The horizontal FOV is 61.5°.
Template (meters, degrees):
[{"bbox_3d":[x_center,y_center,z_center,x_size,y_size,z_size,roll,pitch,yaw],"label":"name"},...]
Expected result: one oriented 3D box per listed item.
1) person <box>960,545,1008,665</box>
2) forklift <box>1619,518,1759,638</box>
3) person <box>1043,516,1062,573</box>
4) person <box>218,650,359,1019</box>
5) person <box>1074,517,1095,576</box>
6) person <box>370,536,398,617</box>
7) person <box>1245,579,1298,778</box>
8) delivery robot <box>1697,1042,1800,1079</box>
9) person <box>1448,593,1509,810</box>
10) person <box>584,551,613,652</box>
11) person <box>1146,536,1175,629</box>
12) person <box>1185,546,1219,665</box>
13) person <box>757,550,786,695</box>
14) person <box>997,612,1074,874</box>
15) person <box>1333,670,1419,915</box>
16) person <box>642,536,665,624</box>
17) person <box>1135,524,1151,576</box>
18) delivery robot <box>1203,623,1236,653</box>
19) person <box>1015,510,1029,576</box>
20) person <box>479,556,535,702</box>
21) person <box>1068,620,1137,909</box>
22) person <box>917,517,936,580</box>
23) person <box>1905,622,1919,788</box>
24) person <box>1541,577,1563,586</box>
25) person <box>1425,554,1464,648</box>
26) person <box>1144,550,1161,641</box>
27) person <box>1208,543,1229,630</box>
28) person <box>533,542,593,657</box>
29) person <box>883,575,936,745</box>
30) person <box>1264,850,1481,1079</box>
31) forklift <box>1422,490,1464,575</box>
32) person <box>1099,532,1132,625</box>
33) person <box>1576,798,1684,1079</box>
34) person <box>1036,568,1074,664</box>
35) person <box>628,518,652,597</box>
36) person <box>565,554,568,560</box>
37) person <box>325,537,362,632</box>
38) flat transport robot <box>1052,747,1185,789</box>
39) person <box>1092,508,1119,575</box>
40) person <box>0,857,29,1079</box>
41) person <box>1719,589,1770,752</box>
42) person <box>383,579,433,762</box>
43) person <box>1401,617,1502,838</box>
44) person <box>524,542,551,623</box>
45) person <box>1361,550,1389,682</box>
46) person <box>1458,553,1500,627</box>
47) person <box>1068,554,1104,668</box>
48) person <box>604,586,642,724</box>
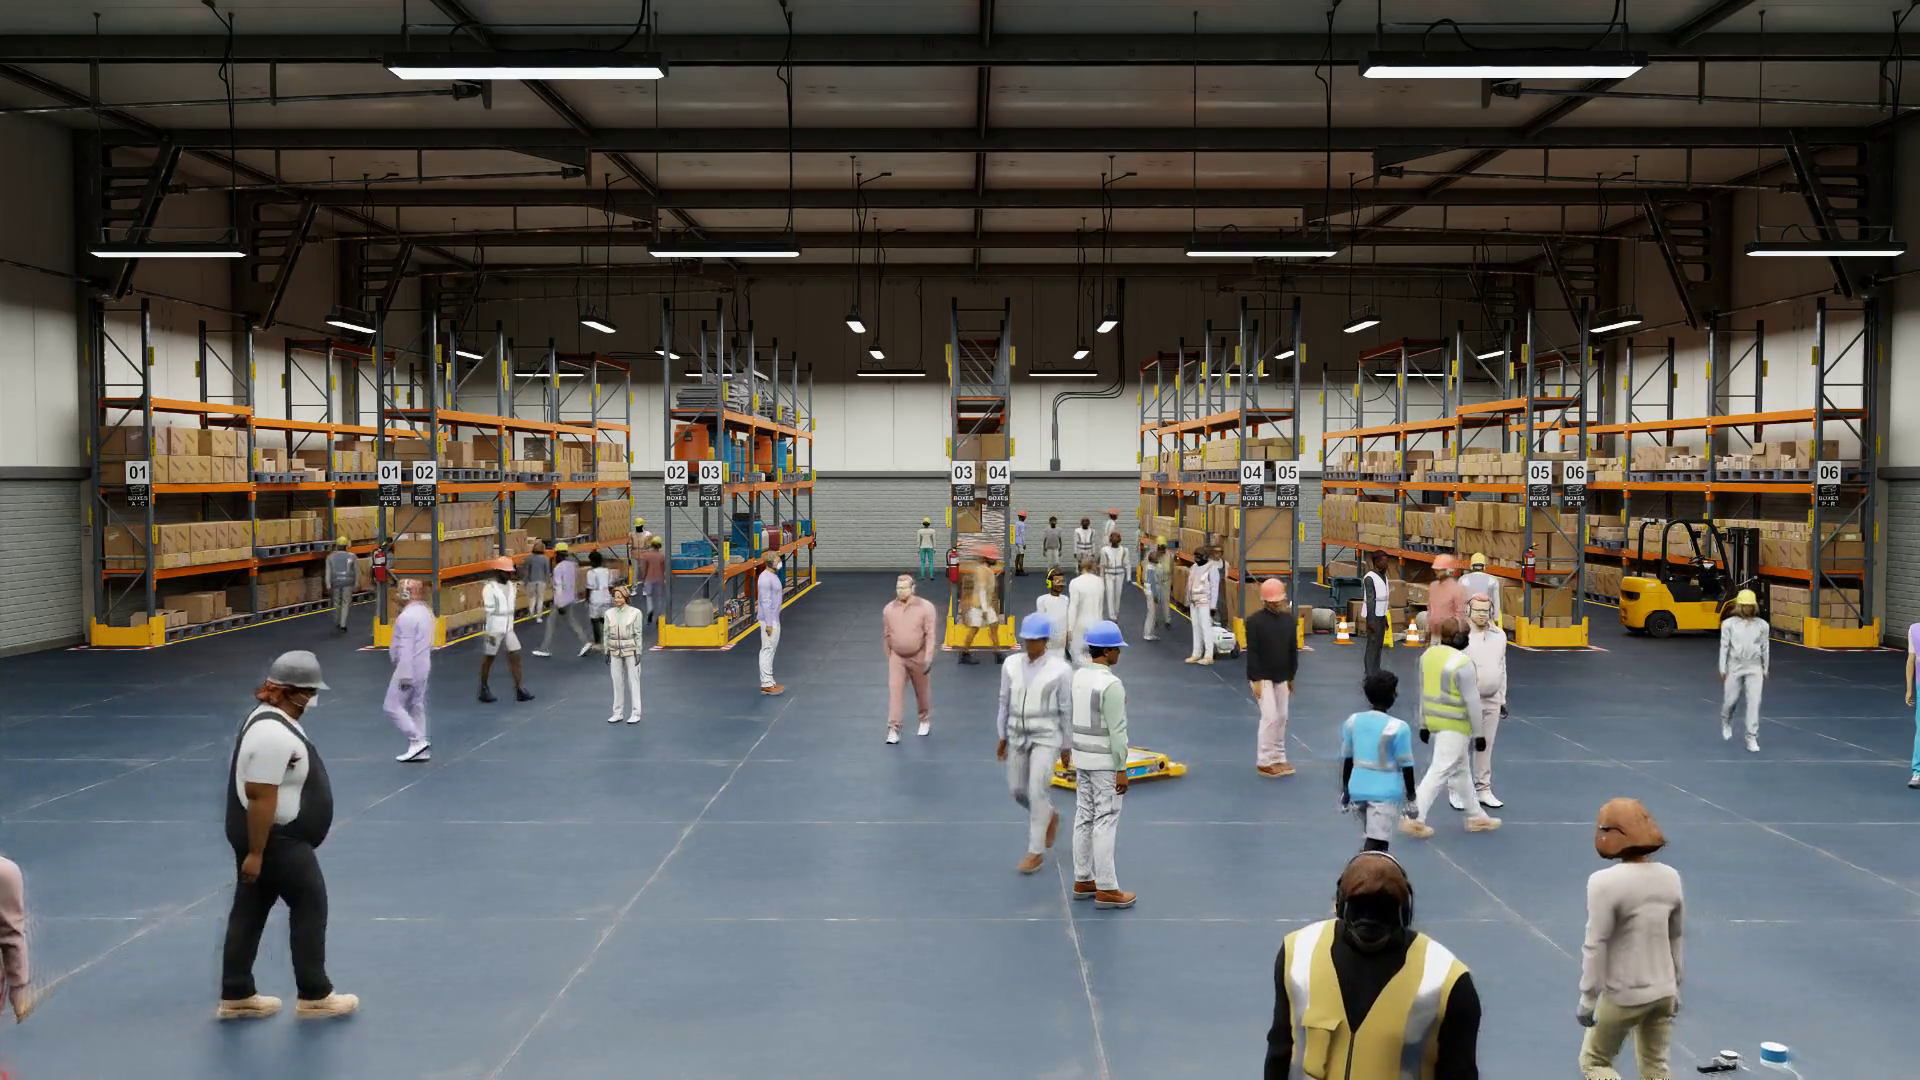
[{"bbox_3d":[0.421,1.012,24.985,0.966,1.870,0.550,1,2,22],"label":"person"},{"bbox_3d":[13.417,0.684,29.791,2.313,2.155,1.214,0,2,0],"label":"forklift"},{"bbox_3d":[2.522,0.272,43.996,0.532,1.846,0.637,0,2,-4],"label":"person"},{"bbox_3d":[-3.649,1.593,8.808,0.833,2.000,0.696,-1,3,-30],"label":"person"},{"bbox_3d":[3.290,0.331,42.474,0.584,1.845,0.909,0,2,-2],"label":"person"},{"bbox_3d":[-10.586,0.850,29.688,0.358,1.833,0.656,1,3,31],"label":"person"},{"bbox_3d":[3.043,1.346,15.703,0.620,1.954,0.528,-1,3,-30],"label":"person"},{"bbox_3d":[3.410,2.232,6.767,0.335,0.223,0.698,-1,2,-15],"label":"delivery robot"},{"bbox_3d":[4.589,1.422,14.302,0.643,1.905,0.399,-1,2,-17],"label":"person"},{"bbox_3d":[-6.029,1.027,27.001,0.382,1.674,0.540,1,3,33],"label":"person"},{"bbox_3d":[3.877,0.809,31.295,0.601,1.790,0.949,0,2,-7],"label":"person"},{"bbox_3d":[3.775,1.018,25.250,0.429,1.842,0.632,-1,3,-29],"label":"person"},{"bbox_3d":[-2.550,1.106,21.809,0.372,1.940,0.630,0,2,2],"label":"person"},{"bbox_3d":[0.602,1.493,12.207,0.617,1.928,0.703,2,3,34],"label":"person"},{"bbox_3d":[2.734,1.689,10.690,0.854,1.661,0.543,-1,3,-33],"label":"person"},{"bbox_3d":[-6.016,0.791,31.931,0.547,1.752,0.484,0,2,-10],"label":"person"},{"bbox_3d":[5.341,0.250,47.139,0.507,1.633,0.277,-1,2,-21],"label":"person"},{"bbox_3d":[4.180,1.588,26.206,0.477,0.478,0.707,-1,2,-17],"label":"delivery robot"},{"bbox_3d":[1.807,0.092,47.472,0.371,1.928,0.543,-1,2,-24],"label":"person"},{"bbox_3d":[-5.872,1.162,20.845,0.978,1.889,0.566,1,3,33],"label":"person"},{"bbox_3d":[0.972,1.526,11.122,0.390,1.946,0.614,-1,3,-26],"label":"person"},{"bbox_3d":[-0.940,0.251,45.458,0.522,1.769,0.317,0,2,1],"label":"person"},{"bbox_3d":[9.220,1.419,15.187,0.563,1.837,0.389,2,3,34],"label":"person"},{"bbox_3d":[11.986,0.711,32.590,0.397,1.890,0.665,0,2,-5],"label":"person"},{"bbox_3d":[6.148,1.150,20.301,0.766,1.978,0.623,-1,2,-17],"label":"person"},{"bbox_3d":[3.445,0.987,28.853,0.323,1.617,0.606,0,2,11],"label":"person"},{"bbox_3d":[4.280,0.959,27.038,0.537,1.819,0.750,0,2,-8],"label":"person"},{"bbox_3d":[-6.428,0.962,26.206,0.960,1.879,0.584,1,2,17],"label":"person"},{"bbox_3d":[-0.556,1.306,18.026,0.633,1.857,1.037,0,2,12],"label":"person"},{"bbox_3d":[1.216,1.836,4.826,0.639,1.837,0.429,1,3,29],"label":"person"},{"bbox_3d":[13.926,-0.371,47.846,1.873,2.768,1.129,0,2,0],"label":"forklift"},{"bbox_3d":[3.037,0.767,31.423,0.598,1.841,0.943,0,2,-4],"label":"person"},{"bbox_3d":[2.768,1.874,6.616,0.515,1.609,0.385,-1,3,-25],"label":"person"},{"bbox_3d":[1.109,1.262,18.749,0.518,1.871,0.328,-2,3,-41],"label":"person"},{"bbox_3d":[-7.806,0.418,39.398,0.588,1.916,0.392,0,2,1],"label":"person"},{"bbox_3d":[-10.803,0.219,43.505,0.614,1.988,0.395,1,2,15],"label":"person"},{"bbox_3d":[-11.642,0.837,30.527,0.604,1.775,0.961,0,2,-8],"label":"person"},{"bbox_3d":[1.443,2.195,15.614,1.431,0.197,0.652,-2,3,-37],"label":"flat transport robot"},{"bbox_3d":[4.331,0.058,47.635,1.002,2.006,0.618,0,2,-12],"label":"person"},{"bbox_3d":[-4.084,1.821,6.588,0.537,1.725,0.920,0,2,4],"label":"person"},{"bbox_3d":[8.501,1.384,17.511,0.499,1.723,0.719,1,2,16],"label":"person"},{"bbox_3d":[-5.646,1.339,16.518,0.441,1.890,0.675,0,2,-1],"label":"person"},{"bbox_3d":[4.012,1.522,13.207,0.972,1.795,0.643,-1,2,-14],"label":"person"},{"bbox_3d":[-8.433,0.844,32.271,0.531,1.618,0.365,0,2,2],"label":"person"},{"bbox_3d":[5.785,1.090,22.426,0.392,1.922,0.593,1,3,32],"label":"person"},{"bbox_3d":[7.501,1.097,23.385,0.600,1.827,0.404,1,2,13],"label":"person"},{"bbox_3d":[1.671,1.143,21.154,0.574,1.920,0.642,2,3,43],"label":"person"},{"bbox_3d":[-4.002,1.362,19.206,0.508,1.629,0.318,1,2,17],"label":"person"}]
